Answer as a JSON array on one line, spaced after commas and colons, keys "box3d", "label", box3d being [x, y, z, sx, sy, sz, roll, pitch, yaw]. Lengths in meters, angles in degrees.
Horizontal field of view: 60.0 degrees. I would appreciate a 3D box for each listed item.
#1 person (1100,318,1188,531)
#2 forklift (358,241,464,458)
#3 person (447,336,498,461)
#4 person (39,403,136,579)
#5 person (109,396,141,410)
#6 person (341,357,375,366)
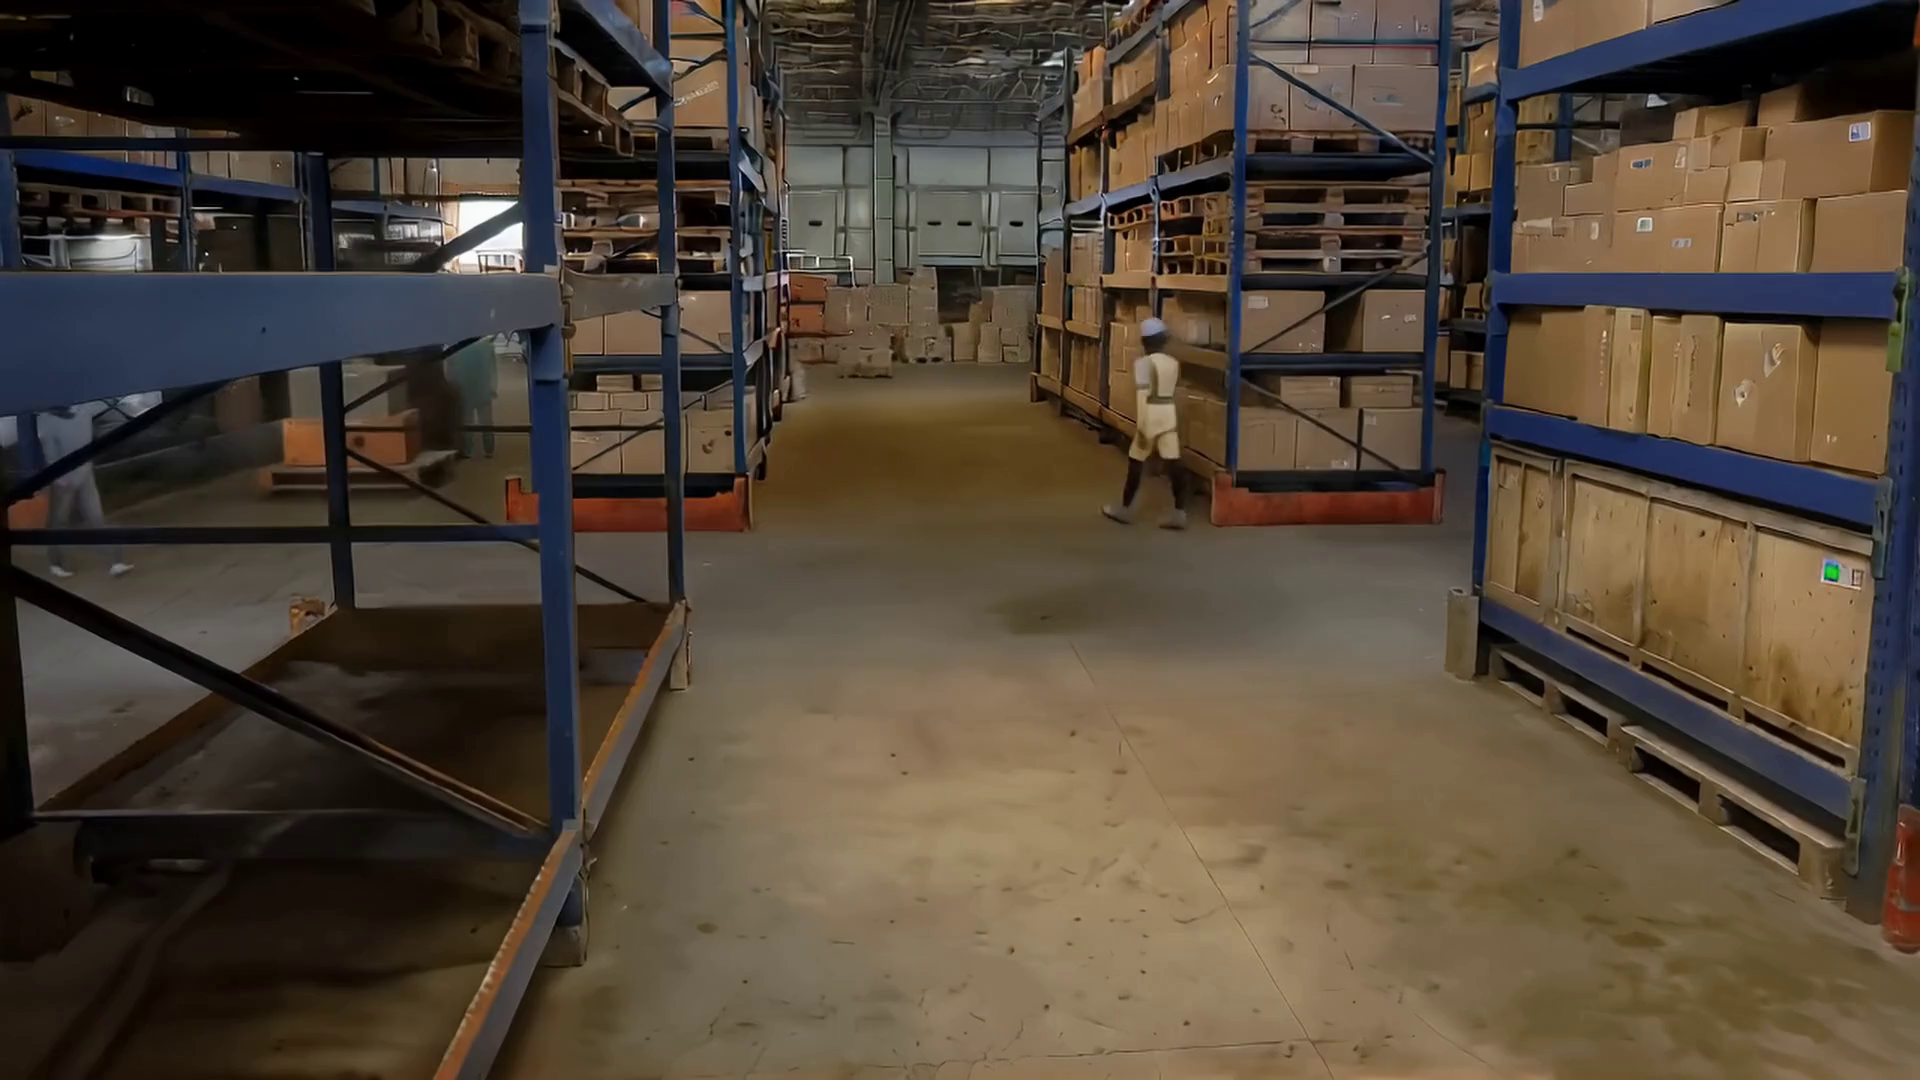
[{"box3d": [1.807, -1.100, 15.826, 0.633, 1.985, 1.030, -8, 12, -40], "label": "person"}, {"box3d": [-6.942, -2.338, 20.811, 1.129, 2.768, 1.873, -1, 9, -4], "label": "forklift"}, {"box3d": [-6.343, -1.984, 21.638, 0.639, 1.908, 0.409, -5, 10, -29], "label": "person"}, {"box3d": [-6.927, -0.458, 13.042, 0.864, 1.583, 0.508, 4, 10, 24], "label": "person"}, {"box3d": [-14.971, -3.336, 29.703, 0.538, 2.000, 0.682, 4, 10, 25], "label": "person"}, {"box3d": [-7.283, -1.624, 20.035, 0.535, 1.697, 0.318, -6, 11, -33], "label": "person"}]
